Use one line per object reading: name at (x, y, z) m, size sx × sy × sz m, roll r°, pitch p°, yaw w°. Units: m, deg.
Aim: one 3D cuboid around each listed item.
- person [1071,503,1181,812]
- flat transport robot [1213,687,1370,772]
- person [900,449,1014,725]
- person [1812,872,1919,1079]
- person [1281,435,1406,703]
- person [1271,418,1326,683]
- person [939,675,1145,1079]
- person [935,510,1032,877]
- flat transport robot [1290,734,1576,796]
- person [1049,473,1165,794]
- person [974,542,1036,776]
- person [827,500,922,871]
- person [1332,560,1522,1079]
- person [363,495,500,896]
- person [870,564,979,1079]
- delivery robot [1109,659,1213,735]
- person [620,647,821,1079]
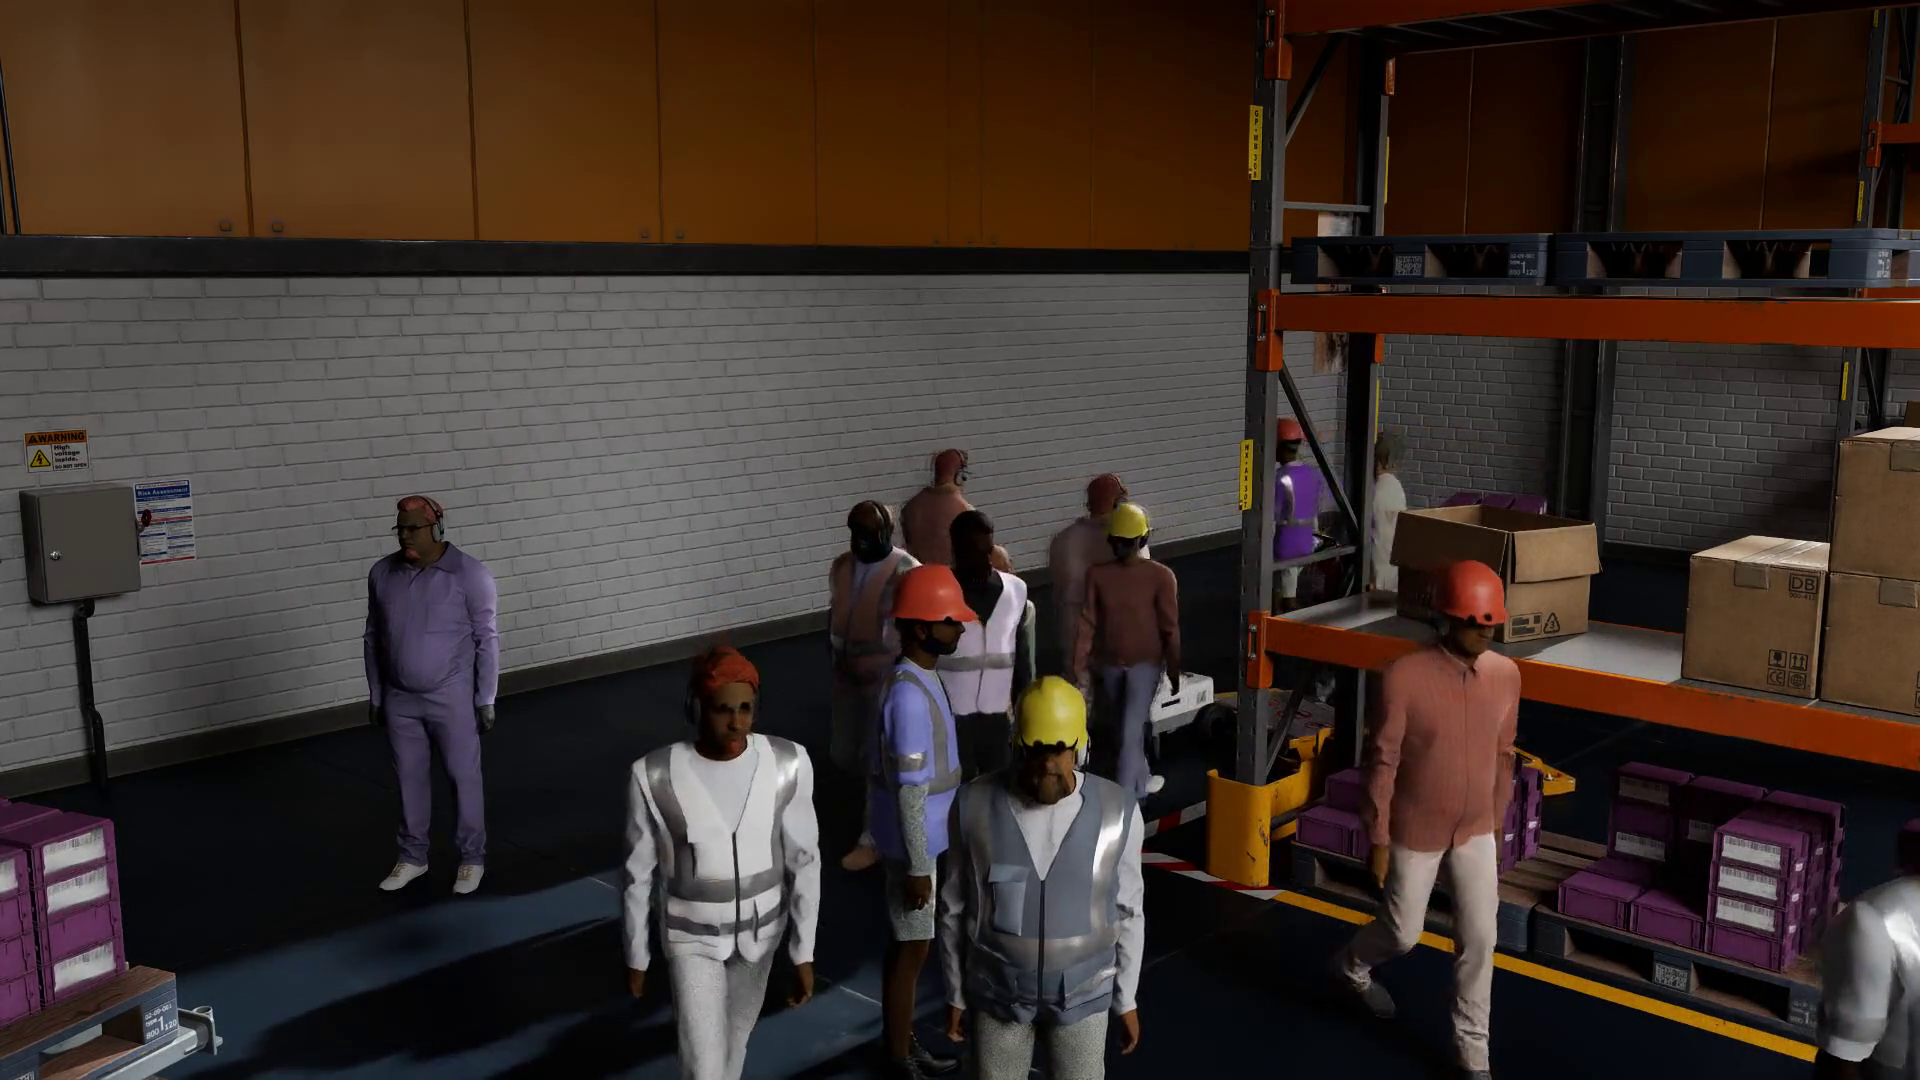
person at (0.819, 0.674, 8.683) m, size 0.558 × 1.730 × 0.796 m, roll 7°, pitch 11°, yaw 36°
flat transport robot at (2.014, 1.148, 10.284) m, size 0.652 × 0.197 × 1.431 m, roll -3°, pitch 10°, yaw -20°
person at (-0.074, 0.370, 10.206) m, size 0.676 × 1.843 × 0.997 m, roll 8°, pitch 12°, yaw 42°
person at (2.223, 1.366, 3.916) m, size 0.635 × 1.930 × 0.807 m, roll -2°, pitch 9°, yaw -12°
person at (2.657, 0.247, 10.847) m, size 0.991 × 1.891 × 0.644 m, roll 6°, pitch 11°, yaw 31°
person at (2.410, 0.068, 11.986) m, size 0.557 × 1.893 × 0.955 m, roll -8°, pitch 13°, yaw -42°
person at (0.230, 1.275, 4.733) m, size 0.586 × 1.833 × 0.404 m, roll 0°, pitch 9°, yaw 3°
person at (0.020, 0.786, 7.535) m, size 0.606 × 1.896 × 0.633 m, roll -5°, pitch 11°, yaw -28°
flat transport robot at (2.659, 1.295, 9.383) m, size 1.431 × 0.197 × 0.652 m, roll -3°, pitch 10°, yaw -16°
person at (0.786, 0.566, 9.042) m, size 0.686 × 1.864 × 0.909 m, roll 7°, pitch 11°, yaw 36°
person at (0.138, 0.801, 8.354) m, size 0.508 × 1.596 × 0.875 m, roll -4°, pitch 10°, yaw -21°
person at (-0.401, 0.694, 8.316) m, size 0.637 × 1.822 × 0.617 m, roll 7°, pitch 12°, yaw 37°
person at (1.684, 1.003, 6.053) m, size 0.656 × 1.963 × 0.839 m, roll -3°, pitch 10°, yaw -16°
person at (-2.501, 0.733, 7.832) m, size 0.652 × 1.906 × 0.402 m, roll 1°, pitch 9°, yaw 9°
person at (-0.125, 1.038, 5.866) m, size 0.379 × 1.937 × 0.548 m, roll 0°, pitch 9°, yaw 1°
delivery robot at (1.233, 0.976, 10.187) m, size 0.477 × 0.478 × 0.707 m, roll 9°, pitch 13°, yaw 44°
person at (-0.685, 1.234, 4.963) m, size 0.567 × 1.832 × 0.952 m, roll -4°, pitch 10°, yaw -25°
